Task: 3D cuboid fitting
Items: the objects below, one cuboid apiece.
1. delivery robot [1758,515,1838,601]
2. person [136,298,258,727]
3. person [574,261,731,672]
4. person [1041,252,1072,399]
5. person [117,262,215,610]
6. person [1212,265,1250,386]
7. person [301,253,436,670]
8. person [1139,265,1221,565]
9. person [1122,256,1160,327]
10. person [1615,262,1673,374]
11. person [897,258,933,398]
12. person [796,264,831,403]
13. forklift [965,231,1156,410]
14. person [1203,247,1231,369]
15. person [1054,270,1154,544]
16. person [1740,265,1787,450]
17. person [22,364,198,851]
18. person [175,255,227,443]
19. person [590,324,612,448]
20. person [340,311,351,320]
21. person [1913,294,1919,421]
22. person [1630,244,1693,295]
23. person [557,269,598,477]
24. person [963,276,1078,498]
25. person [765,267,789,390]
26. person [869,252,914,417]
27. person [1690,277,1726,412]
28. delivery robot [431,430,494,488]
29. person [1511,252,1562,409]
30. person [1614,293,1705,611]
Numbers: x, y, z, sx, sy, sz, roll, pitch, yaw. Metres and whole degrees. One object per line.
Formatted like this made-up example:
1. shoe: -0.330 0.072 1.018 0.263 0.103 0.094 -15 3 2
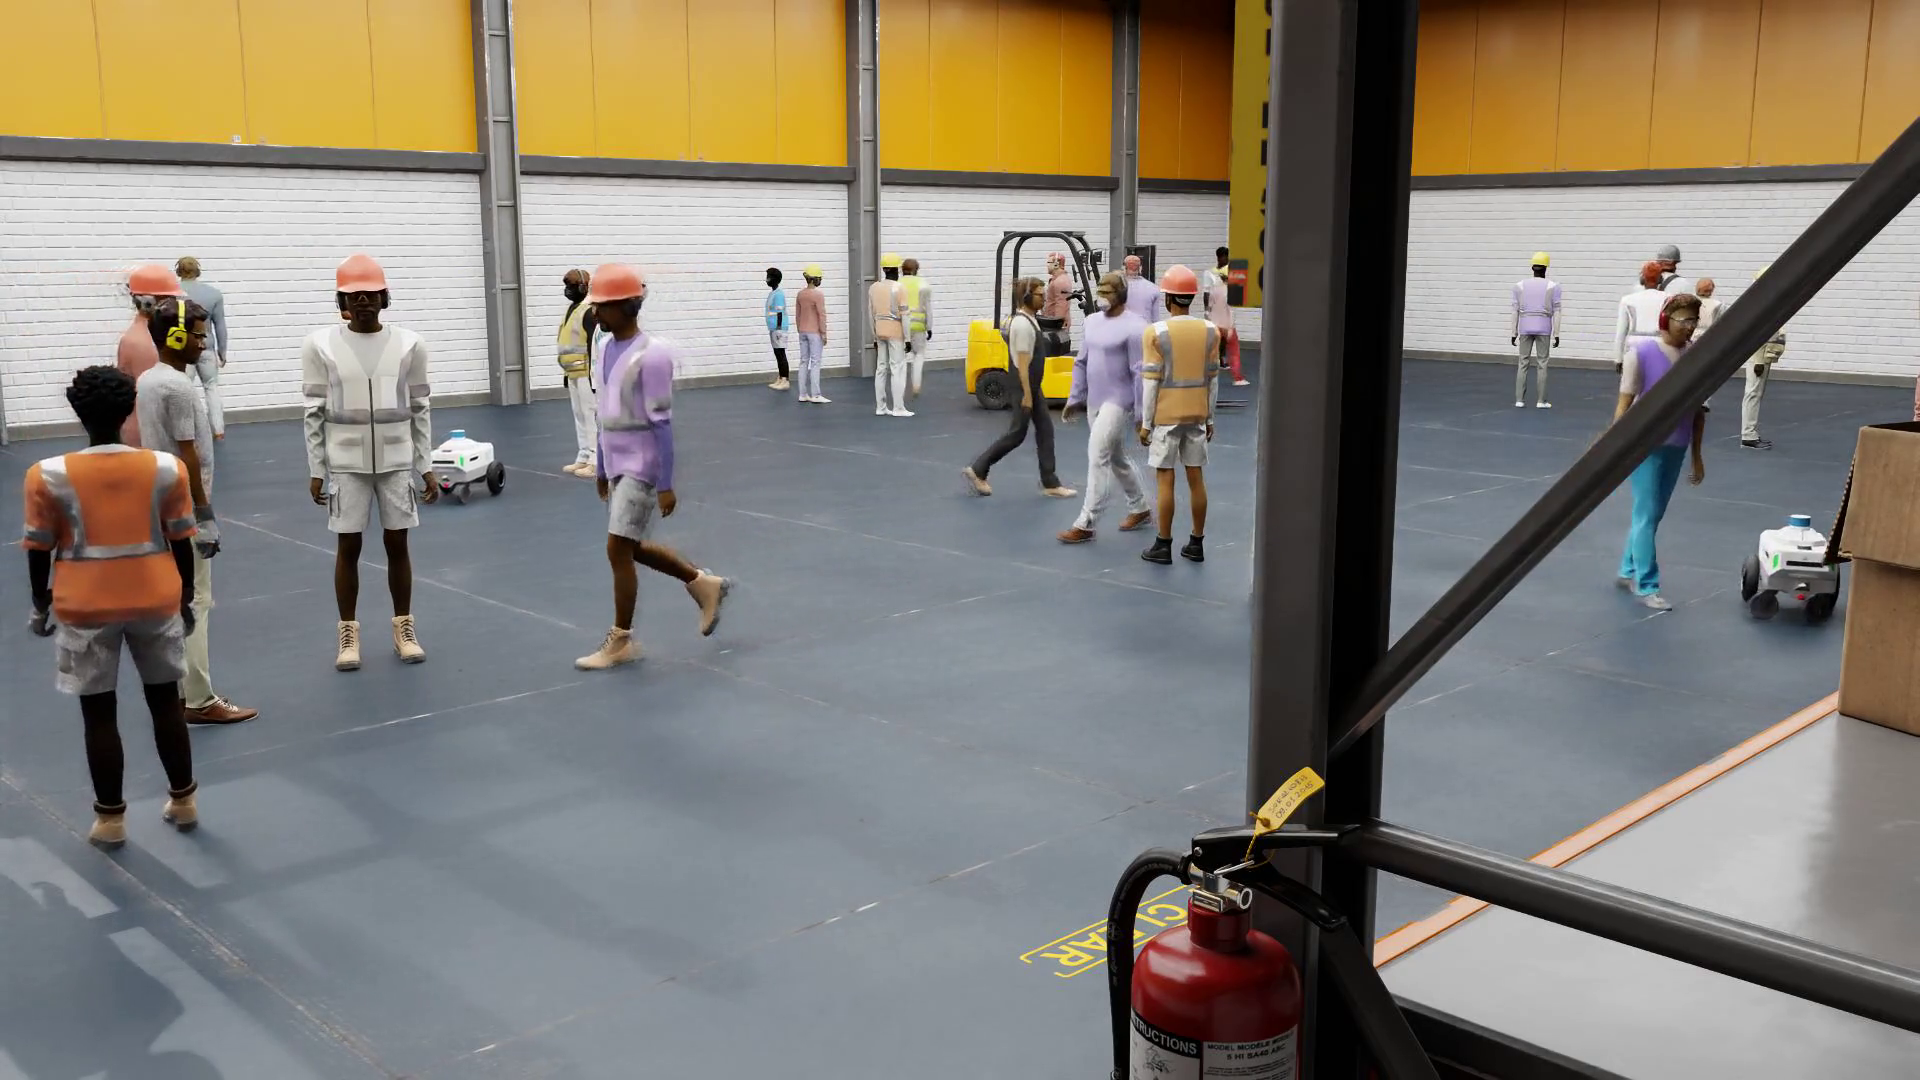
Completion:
1. delivery robot: 4.724 0.102 9.385 0.477 0.478 0.707 4 11 20
2. person: -3.375 -0.117 7.267 0.328 1.865 0.520 -10 14 -43
3. person: -1.554 -0.378 8.310 0.844 2.014 0.628 -8 13 -38
4. person: 1.257 -2.795 21.749 0.404 1.911 0.636 1 10 6
5. person: -4.444 -0.549 9.294 0.435 1.980 0.659 -4 11 -21
6. person: 3.686 -3.008 23.409 0.910 1.726 0.524 -7 13 -34
7. person: -2.903 -0.382 8.216 0.605 2.045 0.378 -5 12 -26
8. person: 1.414 -0.807 10.815 0.545 1.943 0.347 -4 11 -20
9. person: 1.978 -2.320 19.192 0.645 1.899 0.401 -2 11 -8
10. person: 6.793 -1.796 16.422 0.622 1.860 0.644 5 12 27
11. person: -0.675 -2.786 21.912 0.665 1.818 0.658 0 10 2
12. person: -1.873 -2.626 21.213 0.328 1.767 0.530 -10 14 -43
13. forklift: 1.222 -2.721 20.561 2.313 2.155 1.214 2 11 13
14. person: 4.118 -3.667 26.395 0.605 1.957 0.398 -4 11 -20
15. person: 1.063 -0.946 11.724 0.980 1.901 0.640 -6 12 -29
16. person: 8.041 -1.826 16.662 0.403 1.835 0.588 6 12 29
17. person: -2.937 0.236 5.801 0.548 1.692 0.354 -8 13 -37
18. person: -7.824 -1.929 16.964 0.660 1.937 0.390 -6 12 -30
19. person: -3.013 -1.289 14.271 0.309 1.640 0.514 -3 11 -14
20. person: -5.361 -1.389 14.829 0.285 1.633 0.497 -4 11 -19
21. person: 10.888 -2.187 18.439 0.410 1.909 0.642 0 10 1
22. person: 7.824 -2.265 18.493 0.537 2.000 0.688 -10 14 -43
23. person: -3.357 -1.484 14.807 0.429 1.841 0.626 -6 12 -31
24. person: 0.484 -1.227 13.470 0.888 1.816 0.519 2 11 11
25. person: -2.539 -2.926 23.059 0.321 1.691 0.535 -3 11 -17
26. person: -0.811 -2.408 19.578 0.587 1.930 0.359 8 13 37
27. person: 8.879 -2.324 19.926 0.538 1.623 0.432 5 12 27
28. delivery robot: -4.054 -0.648 13.478 0.477 0.478 0.707 1 10 5
29. person: 7.104 -2.580 20.523 0.594 1.926 0.366 6 12 28
30. person: 4.069 -0.527 9.691 0.588 1.845 0.554 -4 11 -19
